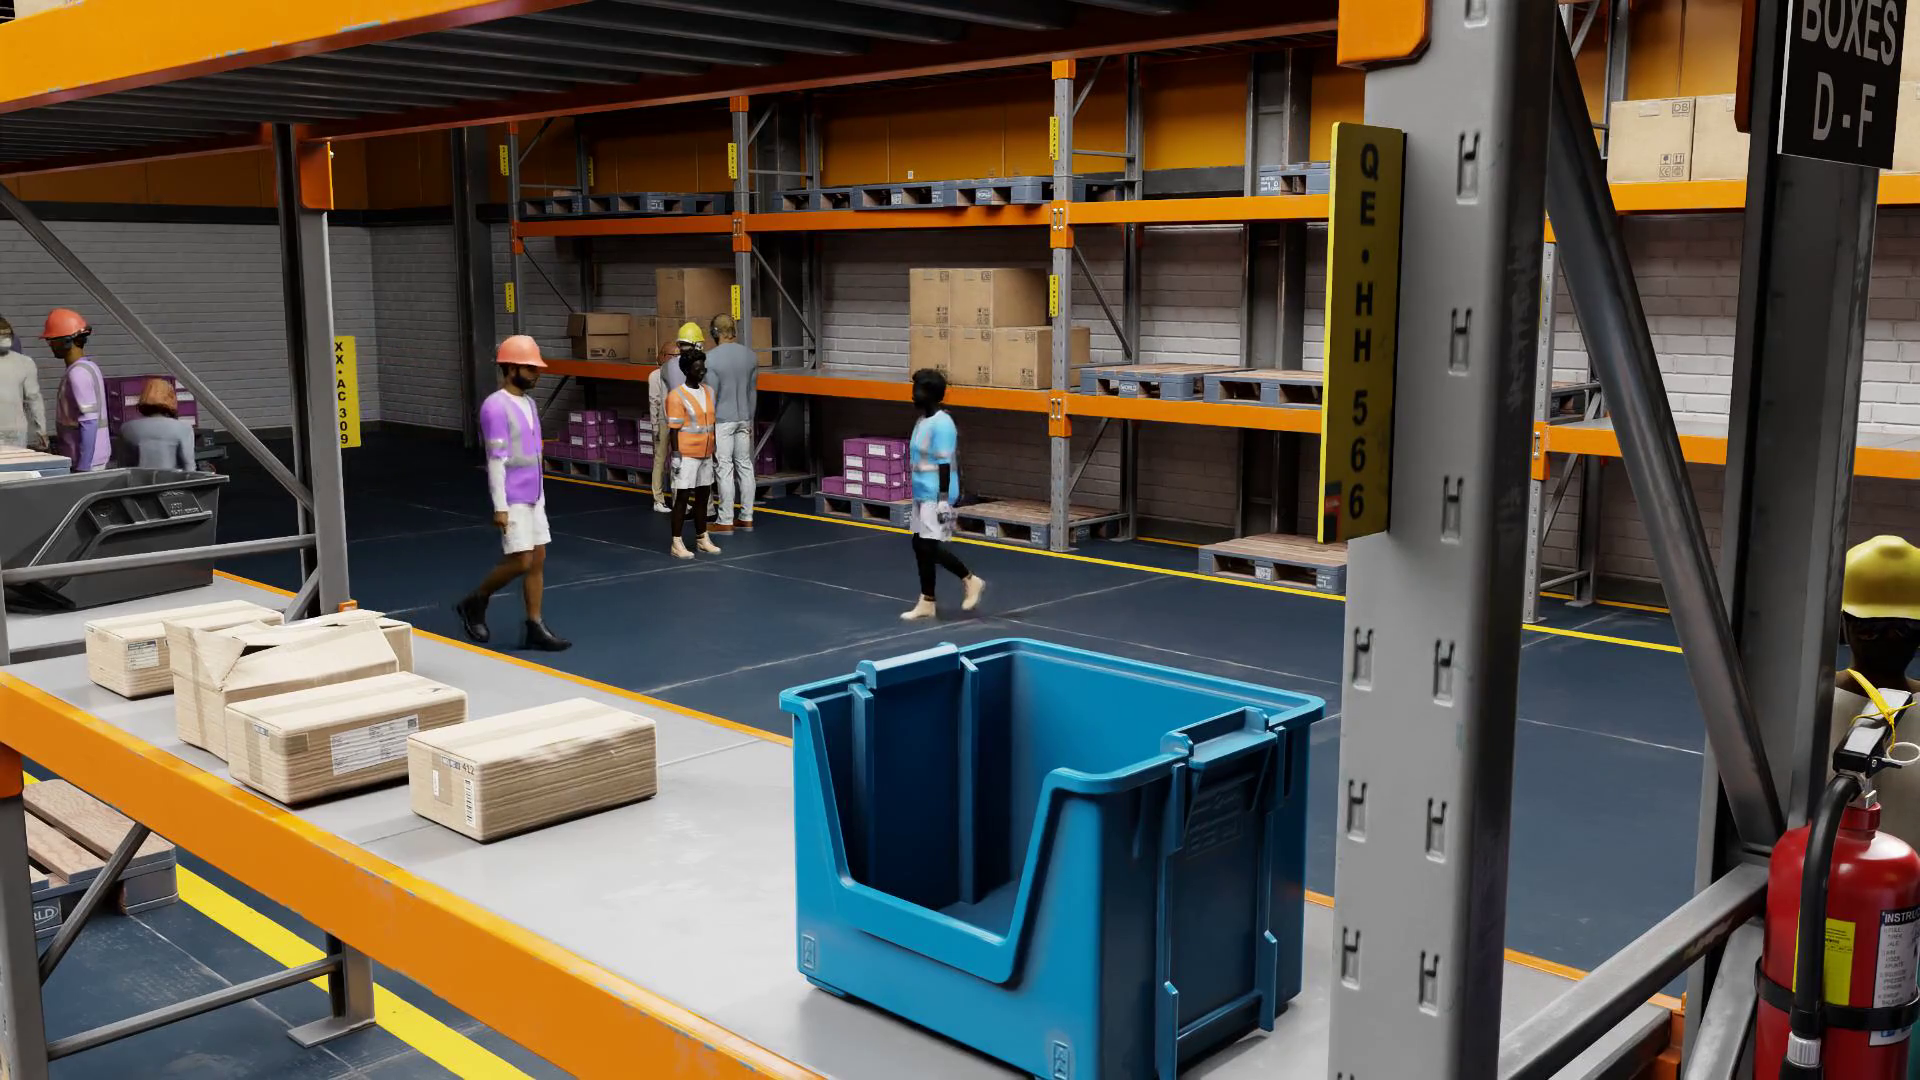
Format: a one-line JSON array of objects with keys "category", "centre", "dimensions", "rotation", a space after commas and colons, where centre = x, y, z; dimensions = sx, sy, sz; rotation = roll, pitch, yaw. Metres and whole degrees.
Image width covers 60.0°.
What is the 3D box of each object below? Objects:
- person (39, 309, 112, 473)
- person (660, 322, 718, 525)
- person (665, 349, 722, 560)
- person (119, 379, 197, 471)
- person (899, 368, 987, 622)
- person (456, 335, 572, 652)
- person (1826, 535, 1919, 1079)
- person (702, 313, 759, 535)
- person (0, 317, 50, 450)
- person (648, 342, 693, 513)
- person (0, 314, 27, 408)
[{"category": "person", "centre": [-6.075, -0.566, 11.483], "dimensions": [0.386, 2.039, 0.615], "rotation": [-4, 10, -24]}, {"category": "person", "centre": [-2.405, -1.045, 15.045], "dimensions": [0.590, 1.837, 0.404], "rotation": [4, 10, 22]}, {"category": "person", "centre": [-2.136, -0.688, 13.321], "dimensions": [0.320, 1.687, 0.533], "rotation": [6, 11, 31]}, {"category": "person", "centre": [-5.273, -0.265, 10.984], "dimensions": [0.526, 1.579, 0.851], "rotation": [-1, 9, -7]}, {"category": "person", "centre": [-0.133, -0.287, 10.868], "dimensions": [0.468, 1.676, 0.544], "rotation": [-3, 10, -20]}, {"category": "person", "centre": [-2.689, -0.268, 9.999], "dimensions": [0.603, 1.923, 0.569], "rotation": [2, 9, 12]}, {"category": "person", "centre": [1.910, 0.863, 3.566], "dimensions": [0.525, 1.769, 0.308], "rotation": [2, 9, 12]}, {"category": "person", "centre": [-2.028, -1.008, 14.522], "dimensions": [0.371, 1.934, 0.627], "rotation": [7, 12, 38]}, {"category": "person", "centre": [-7.867, -0.882, 13.796], "dimensions": [0.912, 1.908, 0.642], "rotation": [6, 11, 31]}, {"category": "person", "centre": [-2.767, -1.079, 15.898], "dimensions": [0.277, 1.629, 0.496], "rotation": [7, 12, 38]}, {"category": "person", "centre": [-10.959, -1.710, 18.908], "dimensions": [0.652, 1.905, 0.403], "rotation": [-3, 10, -16]}]
